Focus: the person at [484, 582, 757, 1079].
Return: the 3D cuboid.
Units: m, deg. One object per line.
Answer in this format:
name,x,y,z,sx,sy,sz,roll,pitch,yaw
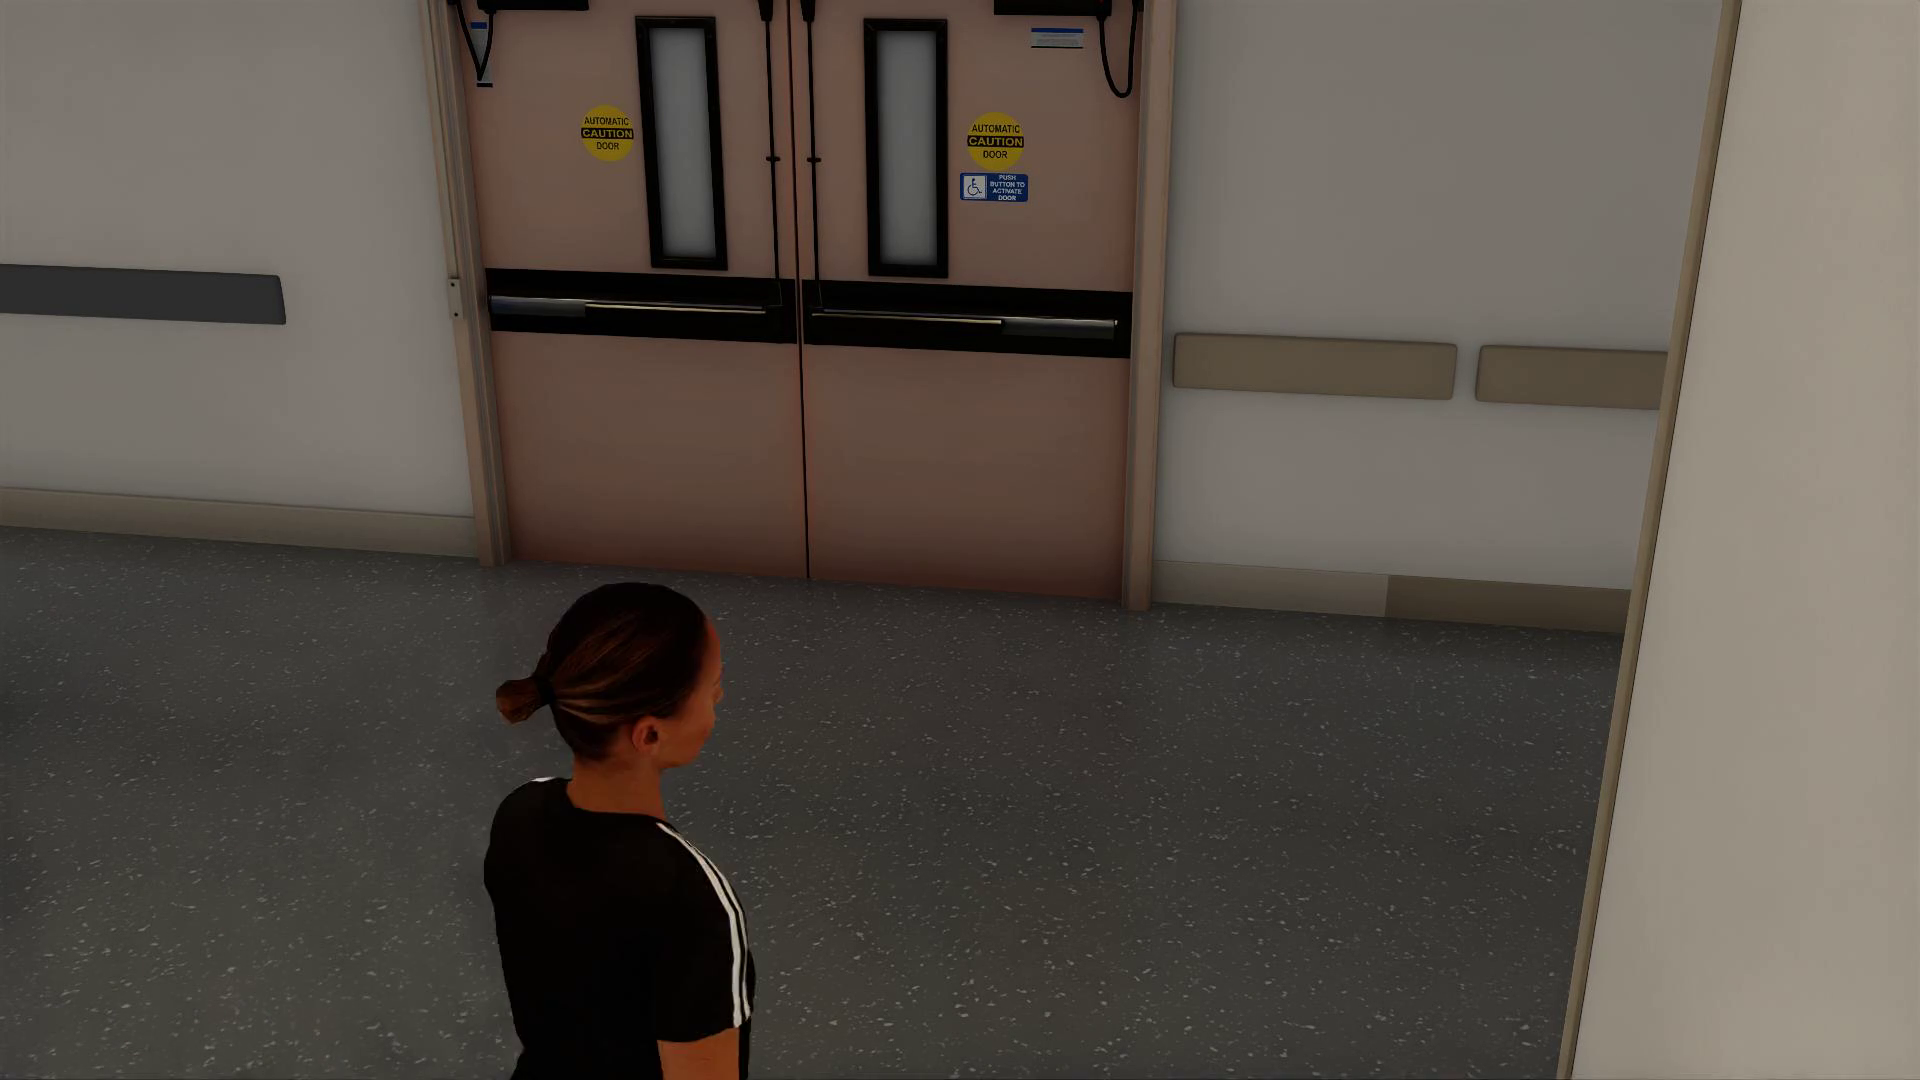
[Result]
person,-0.454,0.862,1.984,0.860,1.645,0.934,14,25,33
